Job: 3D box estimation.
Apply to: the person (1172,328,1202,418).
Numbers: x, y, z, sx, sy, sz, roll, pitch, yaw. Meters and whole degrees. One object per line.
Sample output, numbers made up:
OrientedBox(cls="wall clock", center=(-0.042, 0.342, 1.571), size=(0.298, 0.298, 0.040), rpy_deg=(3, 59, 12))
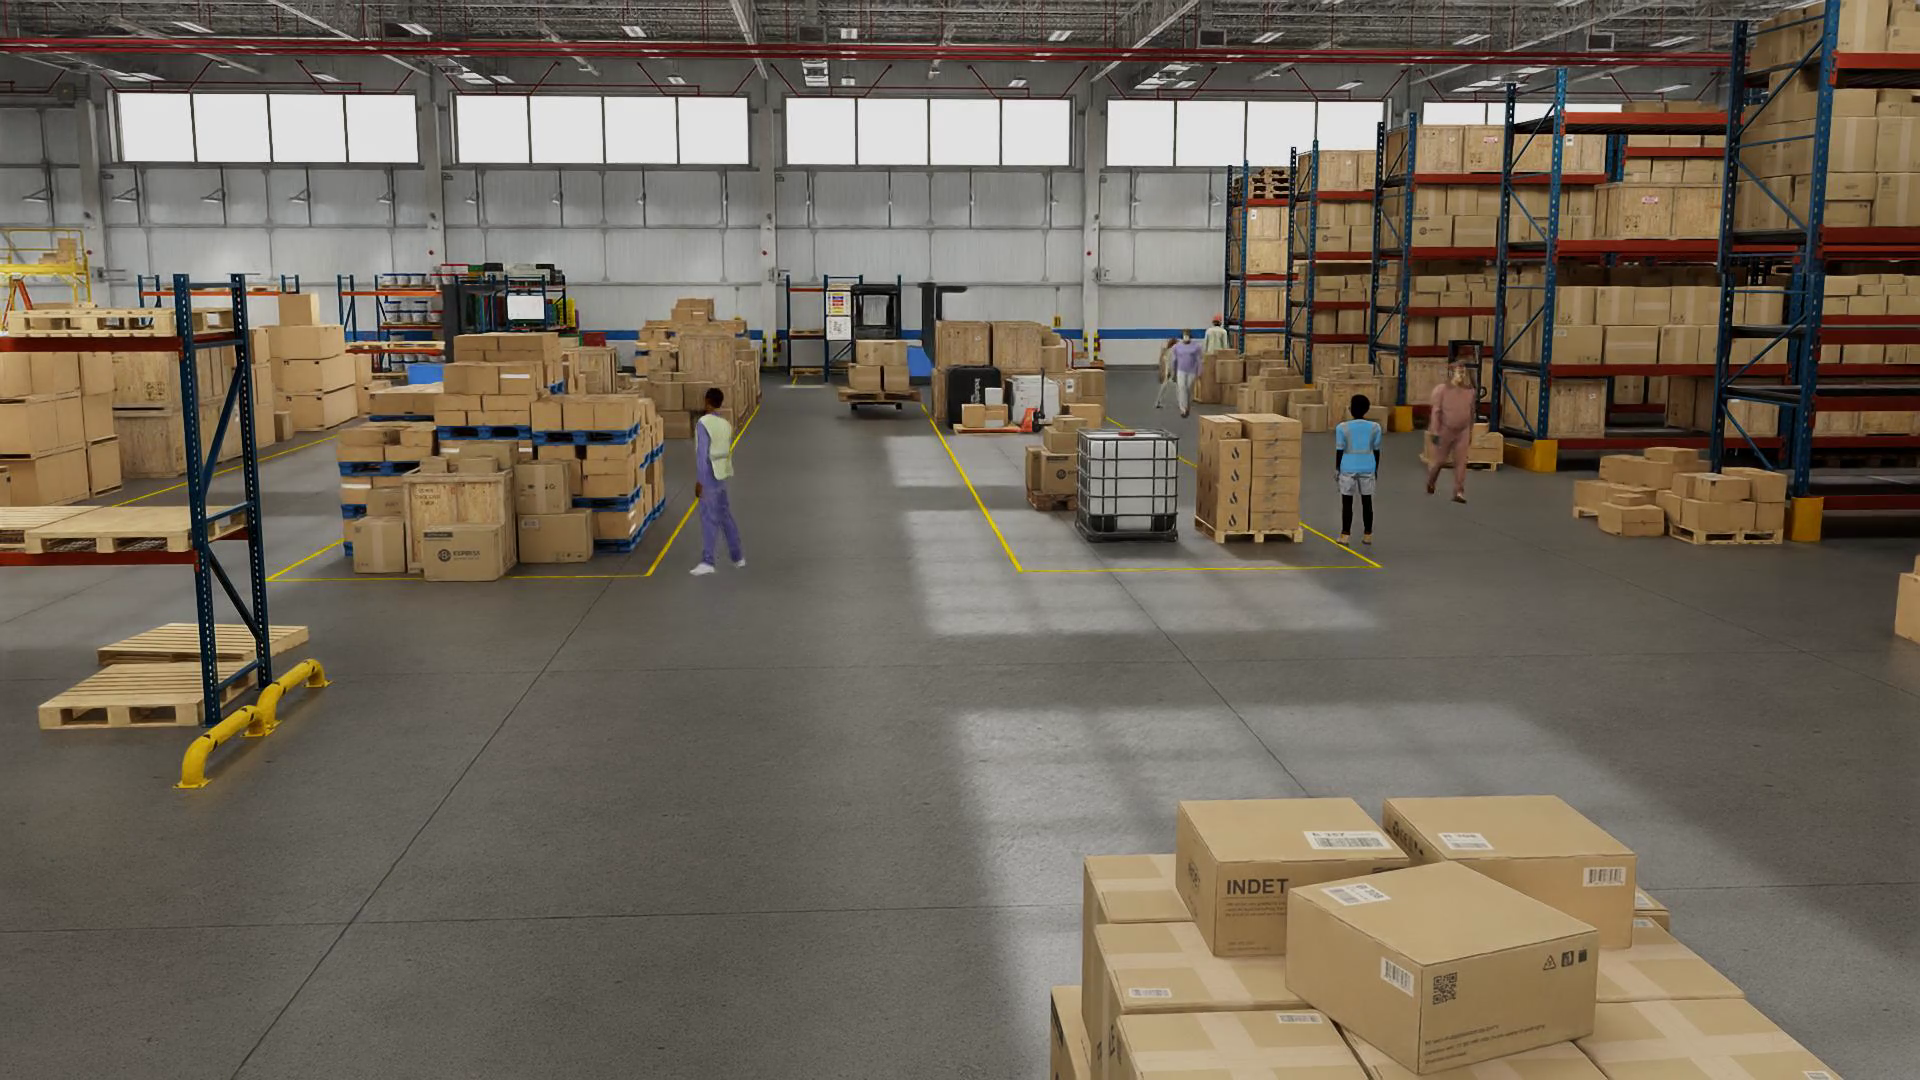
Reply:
OrientedBox(cls="person", center=(4.826, -3.567, 35.487), size=(0.637, 1.907, 0.931), rpy_deg=(1, 9, 5))

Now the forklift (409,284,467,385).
OrientedBox(cls="forklift", center=(-11.056, -4.207, 36.443), size=(1.873, 2.768, 1.129), rpy_deg=(-1, 9, -4))

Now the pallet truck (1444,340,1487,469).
OrientedBox(cls="pallet truck", center=(8.004, -2.170, 26.422), size=(0.823, 1.965, 1.885), rpy_deg=(2, 9, 14))

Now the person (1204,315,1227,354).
OrientedBox(cls="person", center=(6.698, -4.884, 43.469), size=(0.619, 1.992, 0.396), rpy_deg=(5, 10, 30))

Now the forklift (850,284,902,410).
OrientedBox(cls="forklift", center=(-1.922, -4.383, 37.550), size=(1.129, 2.768, 1.873), rpy_deg=(-1, 9, -5))

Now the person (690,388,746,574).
OrientedBox(cls="person", center=(-2.478, -0.601, 16.970), size=(0.367, 1.876, 0.721), rpy_deg=(3, 9, 17))

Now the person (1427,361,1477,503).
OrientedBox(cls="person", center=(6.602, -1.464, 22.335), size=(0.649, 1.885, 0.751), rpy_deg=(-1, 9, -3))

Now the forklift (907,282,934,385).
OrientedBox(cls="forklift", center=(-0.887, -5.560, 44.939), size=(1.873, 2.768, 1.129), rpy_deg=(-1, 9, -4))

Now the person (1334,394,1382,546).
OrientedBox(cls="person", center=(4.443, -0.779, 18.616), size=(0.540, 1.699, 0.315), rpy_deg=(-1, 9, -5))

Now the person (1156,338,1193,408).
OrientedBox(cls="person", center=(4.854, -3.784, 37.804), size=(0.856, 1.586, 0.536), rpy_deg=(1, 9, 9))
